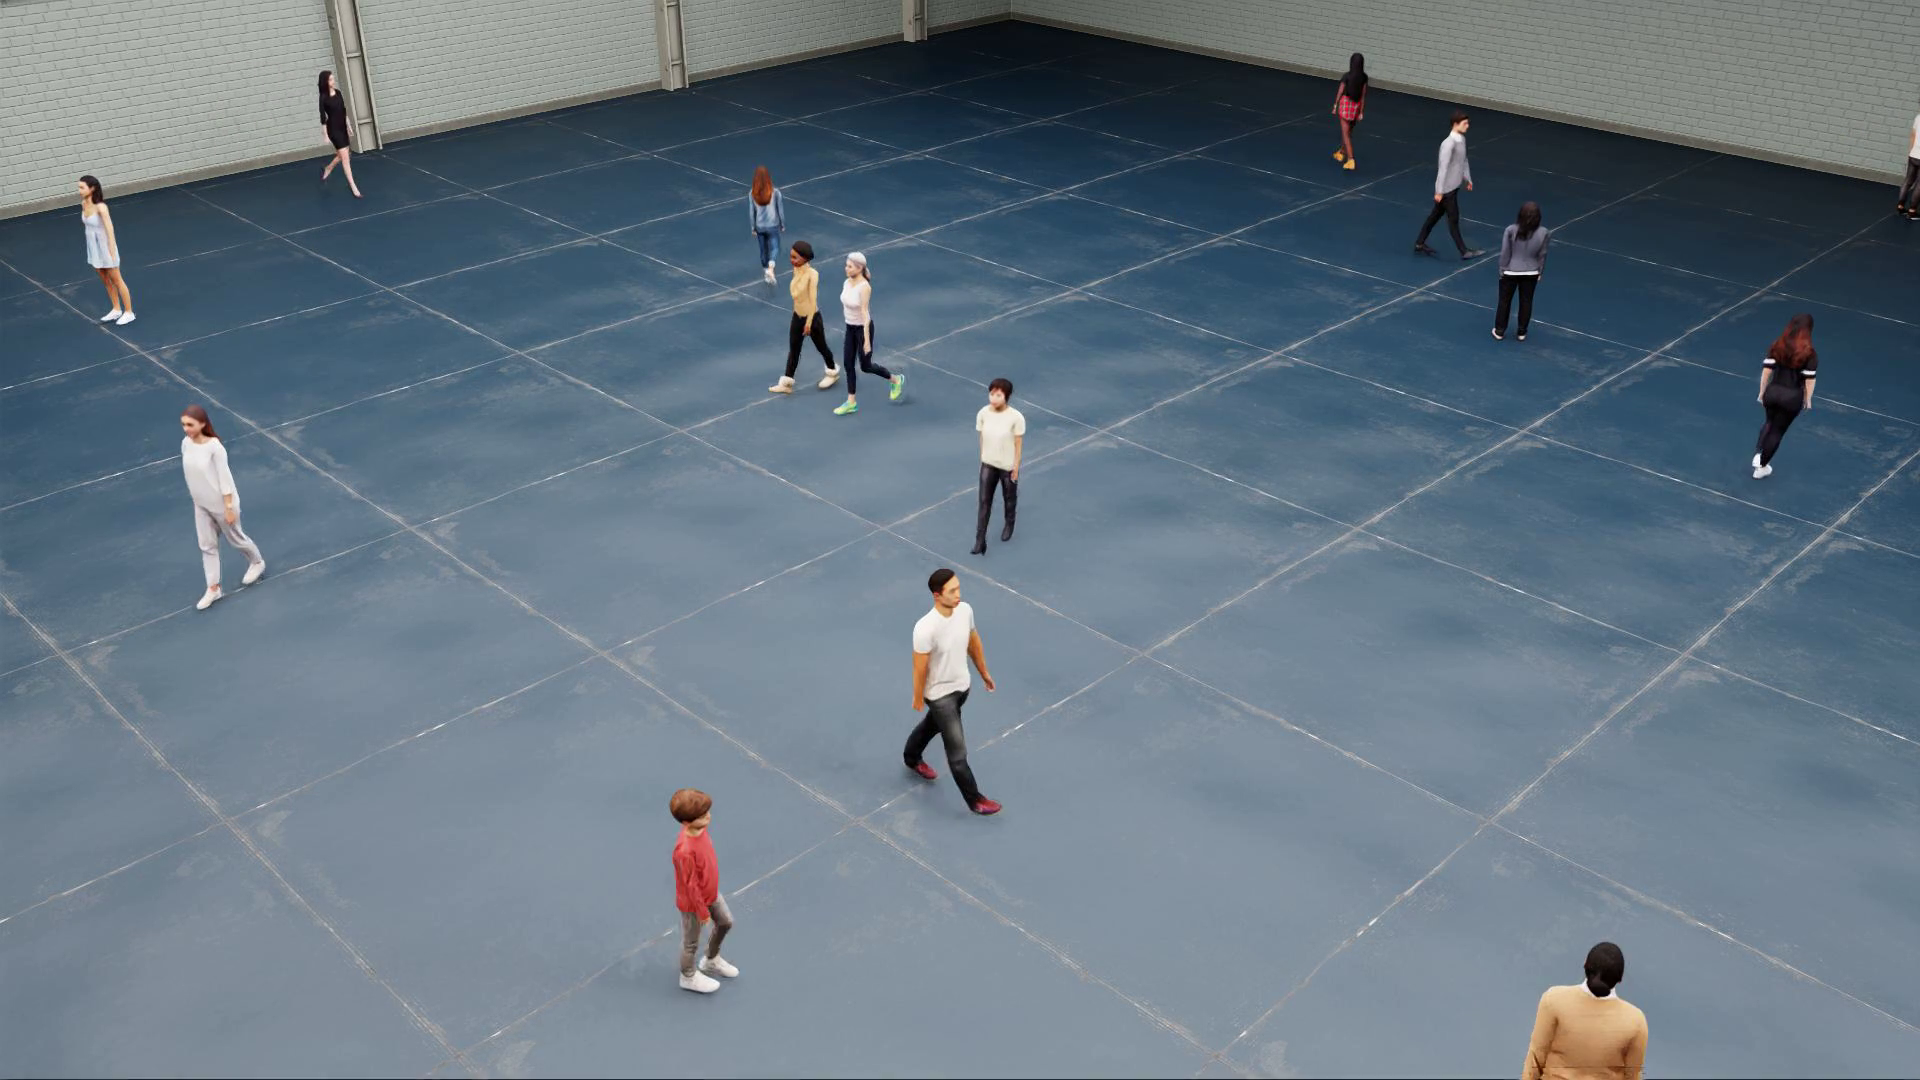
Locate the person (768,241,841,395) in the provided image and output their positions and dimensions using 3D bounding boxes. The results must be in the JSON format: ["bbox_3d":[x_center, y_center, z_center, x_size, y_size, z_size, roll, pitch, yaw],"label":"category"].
[{"bbox_3d":[-1.515,-2.308,17.309,1.081,1.622,0.620,-23,36,-37],"label":"person"}]

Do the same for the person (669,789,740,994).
[{"bbox_3d":[-1.562,1.998,9.454,0.682,1.407,0.609,6,29,11],"label":"person"}]

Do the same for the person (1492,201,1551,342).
[{"bbox_3d":[6.289,-3.021,18.677,0.793,1.595,0.837,4,28,7],"label":"person"}]

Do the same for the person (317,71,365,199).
[{"bbox_3d":[-8.893,-5.754,23.615,0.955,1.779,1.074,10,30,18],"label":"person"}]

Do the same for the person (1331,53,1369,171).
[{"bbox_3d":[5.853,-6.378,24.878,1.087,1.691,0.928,-11,30,-19],"label":"person"}]

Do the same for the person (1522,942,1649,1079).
[{"bbox_3d":[2.885,2.685,7.830,0.891,1.721,1.264,16,32,27],"label":"person"}]

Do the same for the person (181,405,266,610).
[{"bbox_3d":[-6.011,-0.336,13.560,0.876,1.666,1.048,9,29,16],"label":"person"}]

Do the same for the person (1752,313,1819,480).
[{"bbox_3d":[7.605,-1.305,15.419,0.599,1.628,0.624,-21,35,-34],"label":"person"}]

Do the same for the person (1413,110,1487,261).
[{"bbox_3d":[6.127,-4.498,21.159,1.029,1.870,1.222,15,31,26],"label":"person"}]

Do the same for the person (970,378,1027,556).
[{"bbox_3d":[0.377,-0.660,14.288,0.842,1.554,1.059,11,30,19],"label":"person"}]

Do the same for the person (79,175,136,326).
[{"bbox_3d":[-9.854,-3.346,19.146,0.649,1.729,0.624,14,31,24],"label":"person"}]

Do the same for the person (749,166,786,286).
[{"bbox_3d":[-2.358,-3.806,20.290,0.816,1.464,0.886,1,28,3],"label":"person"}]

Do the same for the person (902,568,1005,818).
[{"bbox_3d":[-0.163,0.955,11.037,0.833,1.759,1.133,19,34,32],"label":"person"}]

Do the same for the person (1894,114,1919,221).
[{"bbox_3d":[13.181,-5.272,22.770,0.705,1.722,0.705,-7,29,-13],"label":"person"}]

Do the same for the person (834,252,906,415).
[{"bbox_3d":[-0.948,-2.099,16.853,1.065,1.683,0.764,-16,32,-27],"label":"person"}]
